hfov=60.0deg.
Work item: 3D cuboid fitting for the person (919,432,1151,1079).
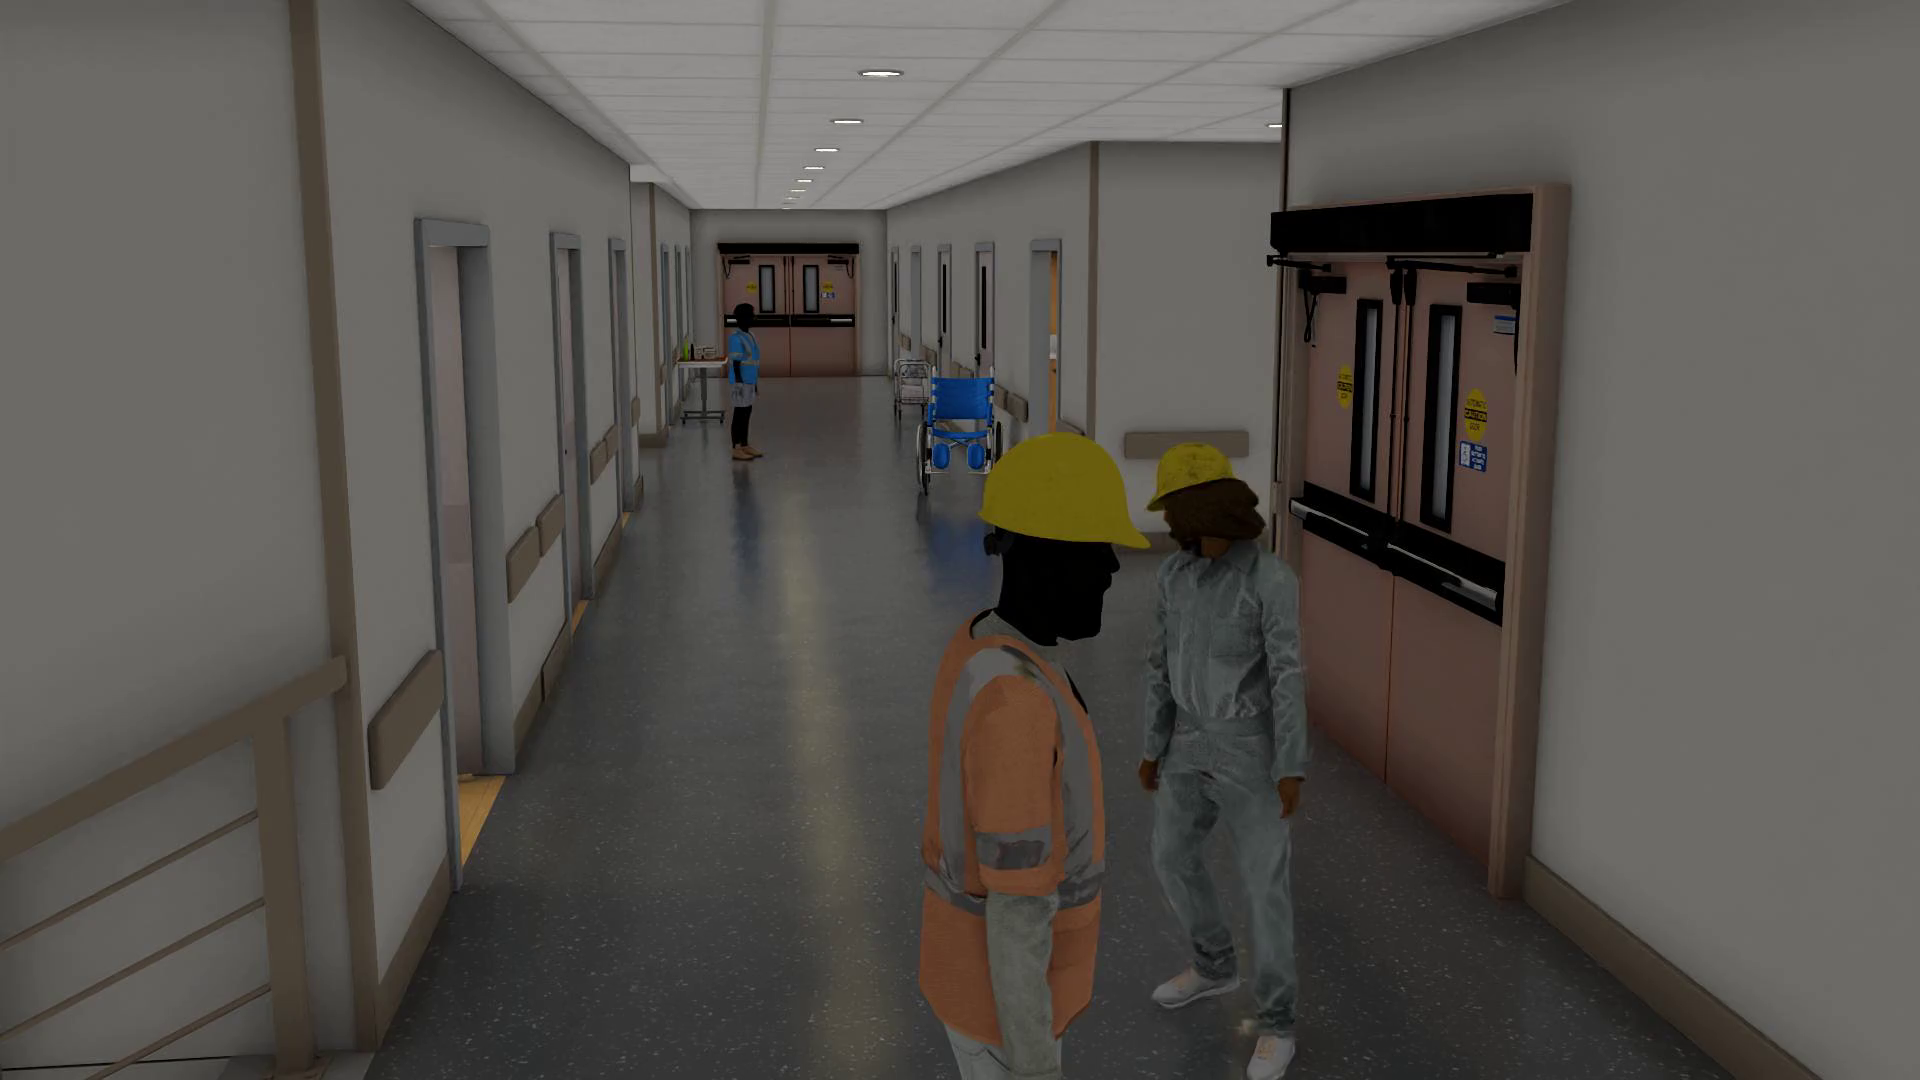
[{"bbox_3d":[0.125,0.767,2.933,0.393,1.918,0.585,0,10,0],"label":"person"}]

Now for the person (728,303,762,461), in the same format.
[{"bbox_3d":[-2.333,-1.713,18.006,0.317,1.695,0.538,2,10,12],"label":"person"}]

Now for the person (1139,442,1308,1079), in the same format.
[{"bbox_3d":[0.745,0.588,4.588,0.392,1.708,0.569,-8,13,-41],"label":"person"}]
